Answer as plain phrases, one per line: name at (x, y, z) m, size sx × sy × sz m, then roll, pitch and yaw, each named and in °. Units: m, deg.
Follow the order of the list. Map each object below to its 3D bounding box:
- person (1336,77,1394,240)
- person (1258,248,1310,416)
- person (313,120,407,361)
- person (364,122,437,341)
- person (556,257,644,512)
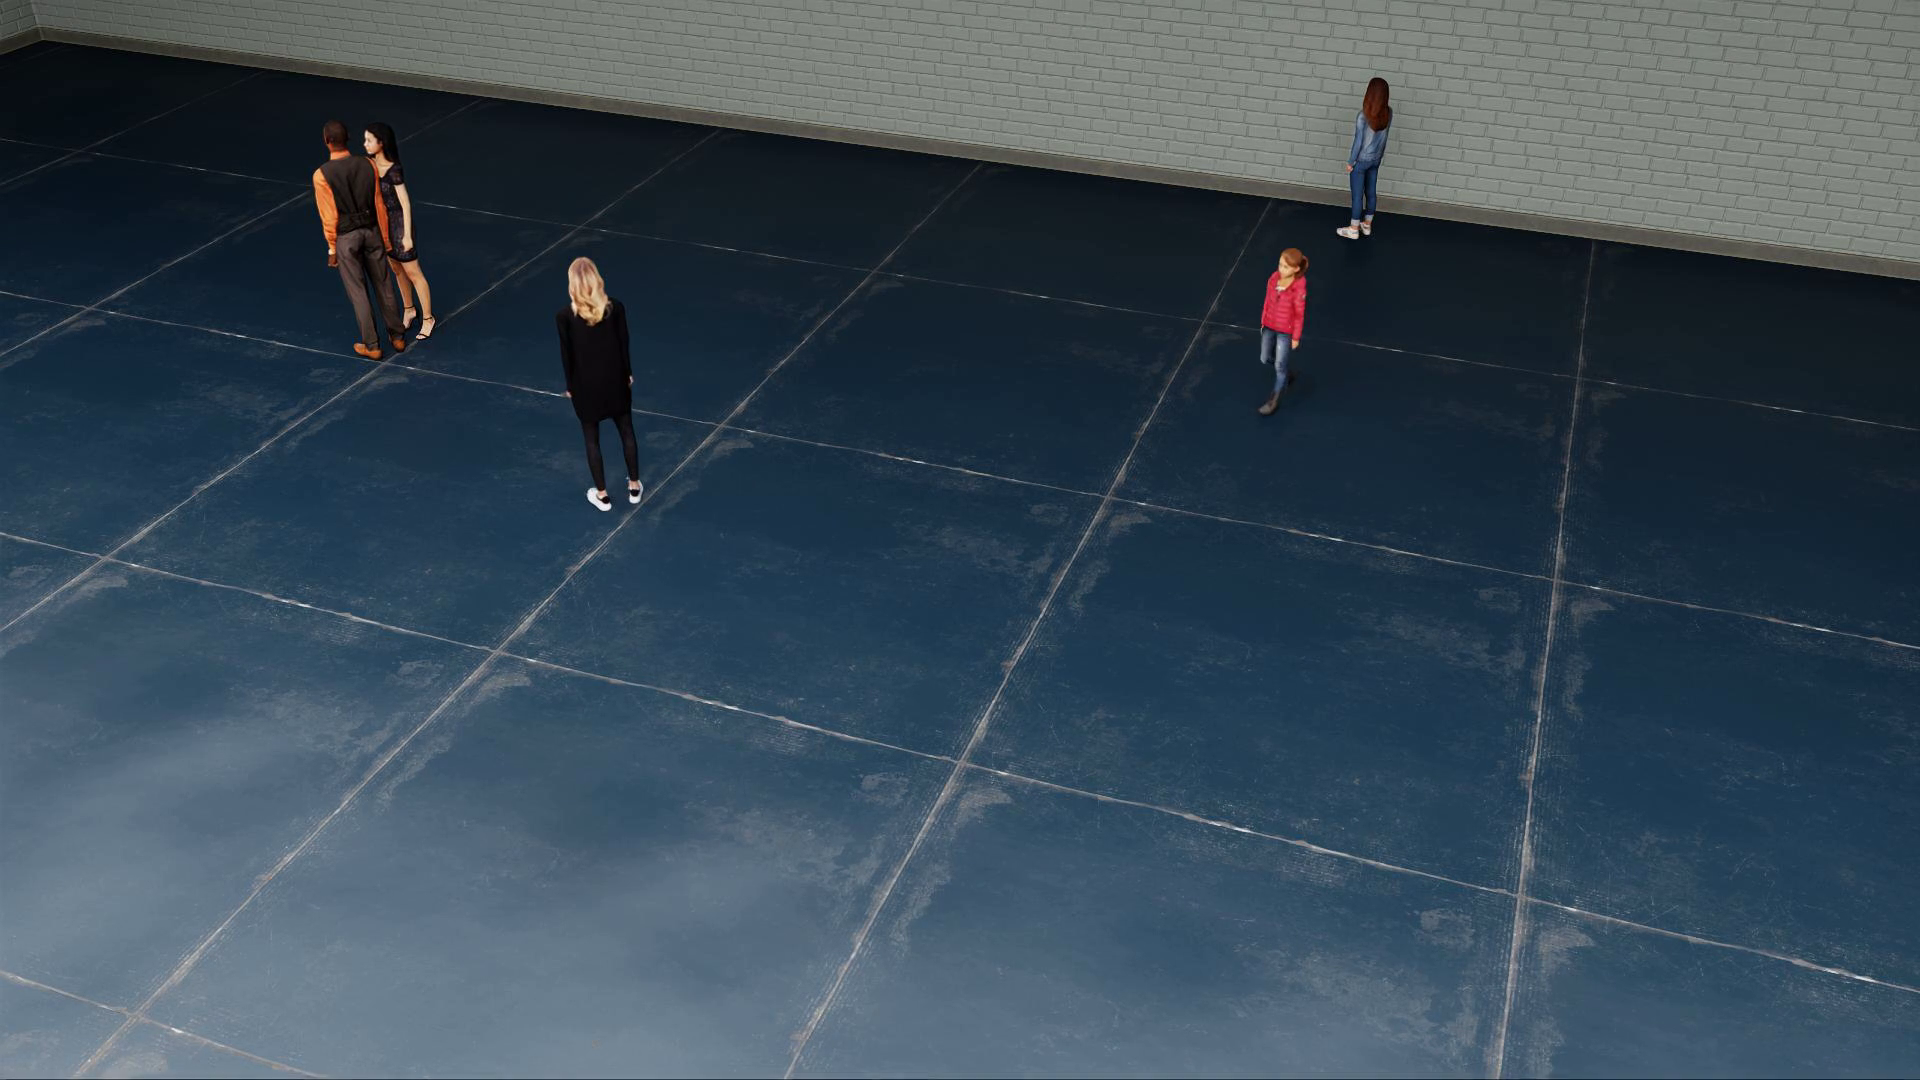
person at (3.702, -3.471, 15.115) m, size 0.621 × 1.477 × 0.707 m, roll -19°, pitch 38°, yaw -27°
person at (2.426, -1.580, 12.363) m, size 0.805 × 1.307 × 0.709 m, roll -23°, pitch 40°, yaw -31°
person at (-4.690, -2.335, 12.974) m, size 0.720 × 1.908 × 0.853 m, roll -27°, pitch 42°, yaw -35°
person at (-4.487, -2.462, 13.276) m, size 0.660 × 1.791 × 0.611 m, roll 25°, pitch 41°, yaw 33°
person at (-2.397, -1.030, 11.066) m, size 0.662 × 1.801 × 0.721 m, roll -14°, pitch 36°, yaw -20°
